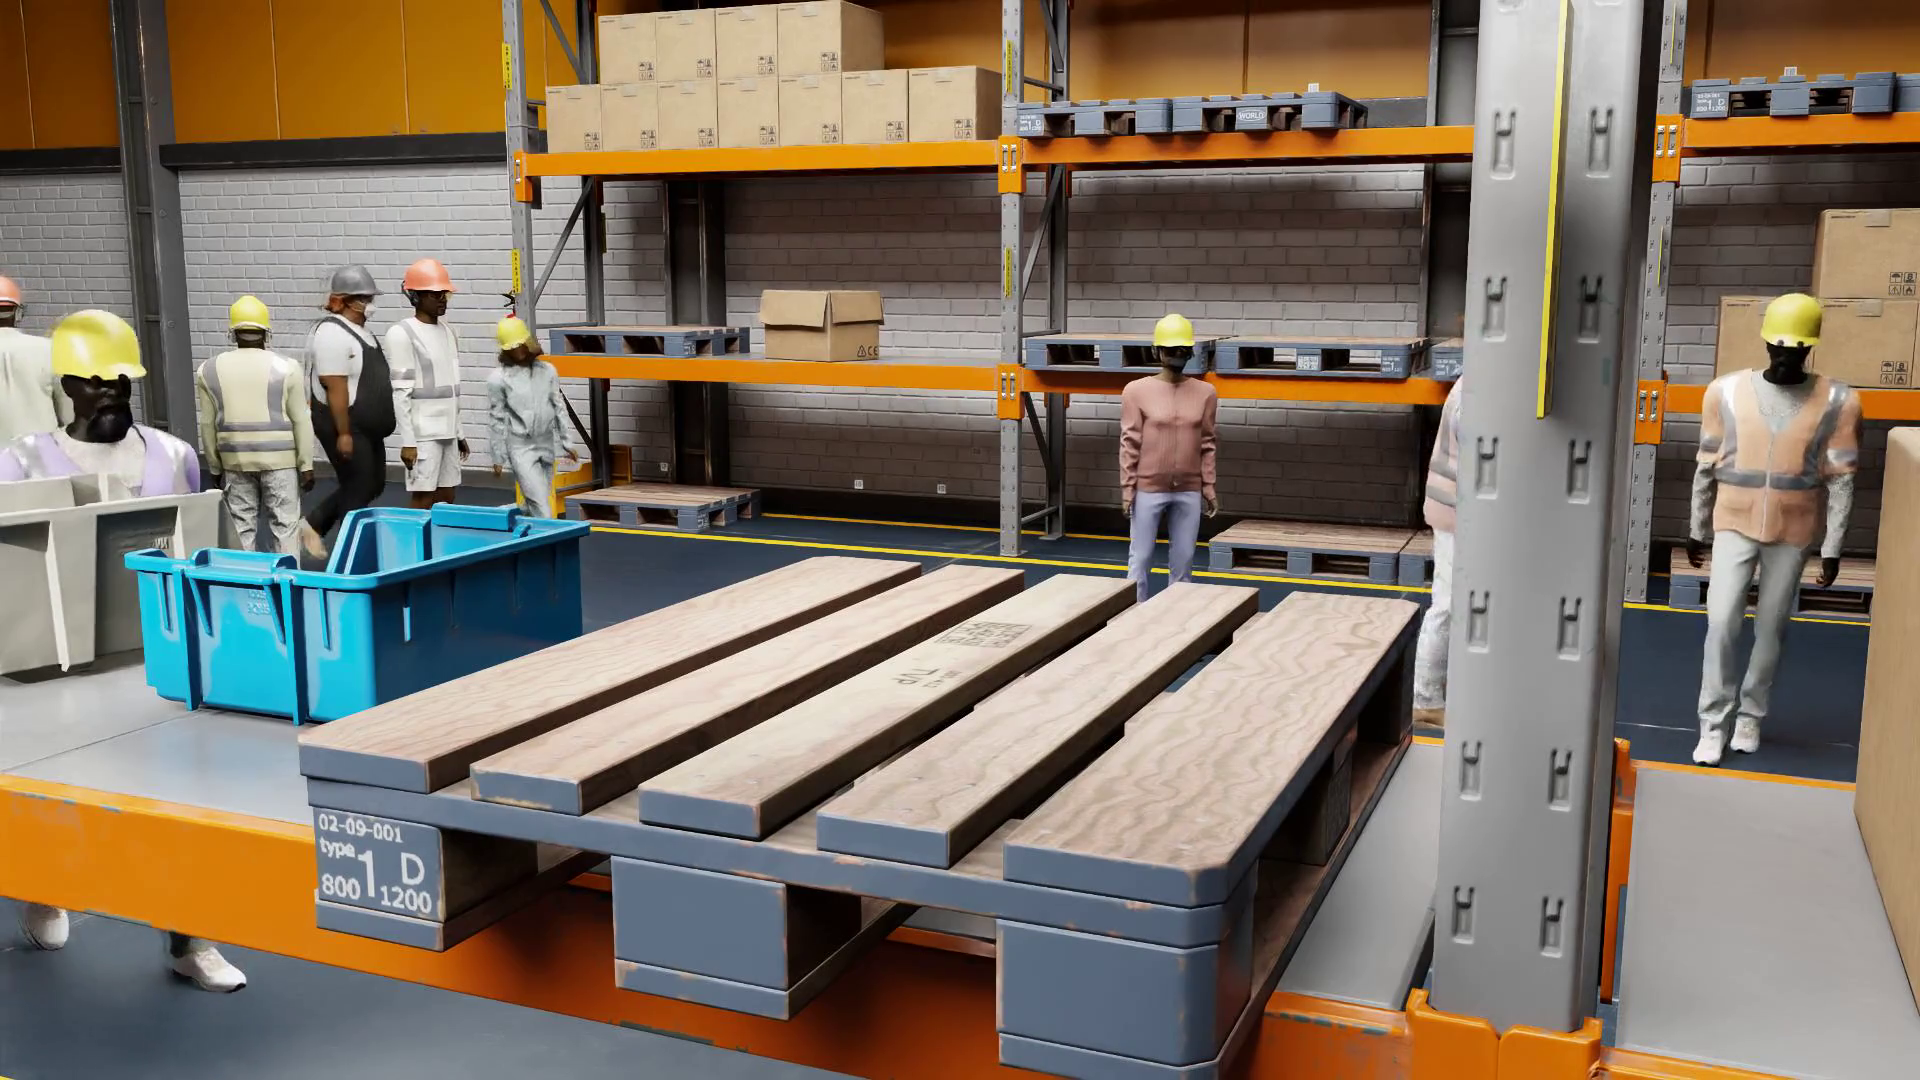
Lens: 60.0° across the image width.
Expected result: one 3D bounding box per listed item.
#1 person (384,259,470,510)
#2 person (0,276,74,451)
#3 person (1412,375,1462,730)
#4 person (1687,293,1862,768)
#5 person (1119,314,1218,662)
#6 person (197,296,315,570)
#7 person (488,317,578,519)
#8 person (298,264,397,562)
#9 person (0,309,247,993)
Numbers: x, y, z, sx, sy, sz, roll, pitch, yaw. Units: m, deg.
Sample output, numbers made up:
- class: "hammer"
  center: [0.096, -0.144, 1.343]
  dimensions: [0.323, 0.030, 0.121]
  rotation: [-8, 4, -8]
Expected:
- class: "person"
  center: [-3.126, -0.643, 9.917]
  dimensions: [0.373, 2.042, 0.614]
  rotation: [3, 10, 16]
- class: "person"
  center: [-5.334, -0.513, 9.416]
  dimensions: [0.615, 1.958, 0.885]
  rotation: [-6, 11, -32]
- class: "person"
  center: [2.294, -0.060, 7.120]
  dimensions: [0.739, 1.813, 0.680]
  rotation: [3, 10, 19]
- class: "person"
  center: [3.225, -0.024, 6.641]
  dimensions: [0.594, 1.893, 0.781]
  rotation: [5, 11, 28]
- class: "person"
  center: [1.053, -0.248, 8.378]
  dimensions: [0.523, 1.769, 0.316]
  rotation: [-2, 10, -14]
- class: "person"
  center: [-3.935, -0.447, 9.370]
  dimensions: [0.600, 1.832, 0.404]
  rotation: [-1, 10, -5]
- class: "person"
  center: [-2.759, -0.567, 10.524]
  dimensions: [0.729, 1.688, 0.542]
  rotation: [7, 12, 36]
- class: "person"
  center: [-3.935, -0.761, 10.631]
  dimensions: [0.706, 2.000, 0.698]
  rotation: [-1, 9, -3]
- class: "person"
  center: [-2.405, 0.303, 4.687]
  dimensions: [0.850, 1.902, 0.602]
  rotation: [7, 12, 38]
